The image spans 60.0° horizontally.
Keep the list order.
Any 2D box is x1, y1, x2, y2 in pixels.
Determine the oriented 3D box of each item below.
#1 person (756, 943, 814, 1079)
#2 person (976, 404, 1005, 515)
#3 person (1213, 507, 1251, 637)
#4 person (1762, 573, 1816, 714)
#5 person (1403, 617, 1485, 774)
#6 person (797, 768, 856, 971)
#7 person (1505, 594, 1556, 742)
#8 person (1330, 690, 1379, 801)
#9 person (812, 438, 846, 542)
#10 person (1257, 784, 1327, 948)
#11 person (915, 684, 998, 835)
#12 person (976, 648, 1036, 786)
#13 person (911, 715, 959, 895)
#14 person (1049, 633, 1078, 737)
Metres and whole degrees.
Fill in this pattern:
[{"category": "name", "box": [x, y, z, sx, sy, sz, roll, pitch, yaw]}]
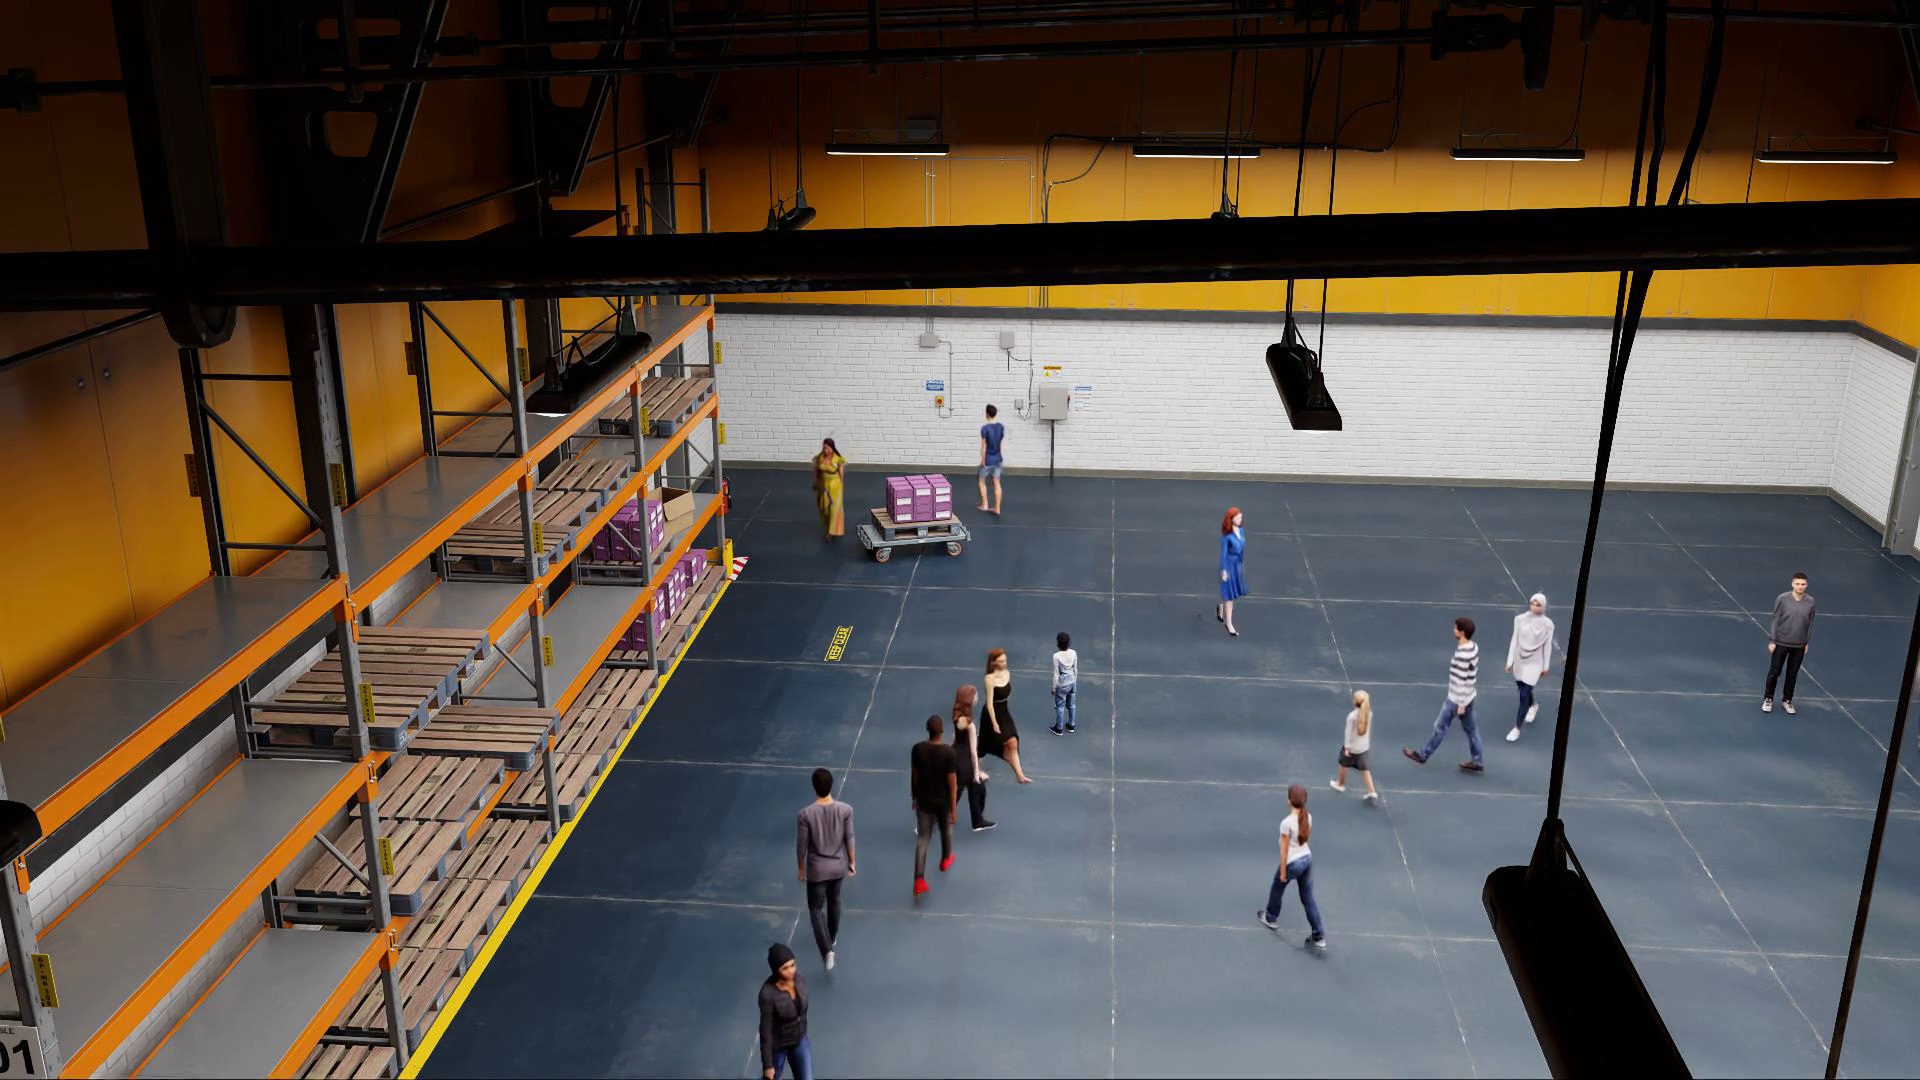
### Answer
[{"category": "person", "box": [-1.390, 3.821, 12.576, 1.173, 1.710, 1.177, -17, 25, -41]}, {"category": "person", "box": [0.580, -1.307, 27.622, 0.838, 1.825, 0.902, -13, 22, -33]}, {"category": "person", "box": [3.625, 0.405, 22.553, 0.852, 1.816, 0.907, -17, 25, -42]}, {"category": "person", "box": [10.065, 1.235, 20.174, 0.643, 1.761, 0.564, 4, 19, 11]}, {"category": "person", "box": [5.670, 1.772, 18.508, 1.048, 1.808, 1.145, 11, 21, 29]}, {"category": "person", "box": [-1.191, 2.969, 14.930, 0.934, 1.822, 1.171, -5, 19, -16]}, {"category": "person", "box": [6.709, 1.448, 19.570, 1.037, 1.744, 1.192, 16, 24, 39]}, {"category": "person", "box": [4.335, 2.238, 17.989, 0.770, 1.255, 0.931, -8, 20, -22]}, {"category": "person", "box": [-2.074, -0.858, 26.596, 0.749, 1.629, 1.127, 3, 19, 9]}, {"category": "person", "box": [3.133, 3.015, 15.262, 0.941, 1.524, 1.119, -10, 21, -26]}, {"category": "person", "box": [-0.074, 2.317, 17.050, 0.938, 1.704, 1.154, -7, 20, -19]}, {"category": "person", "box": [0.321, 1.945, 18.345, 1.051, 1.583, 1.055, 17, 25, 41]}, {"category": "person", "box": [-0.291, 2.594, 16.126, 0.769, 1.770, 1.224, 4, 19, 13]}, {"category": "person", "box": [1.231, 1.687, 19.619, 0.563, 1.260, 0.606, -9, 21, -24]}]
